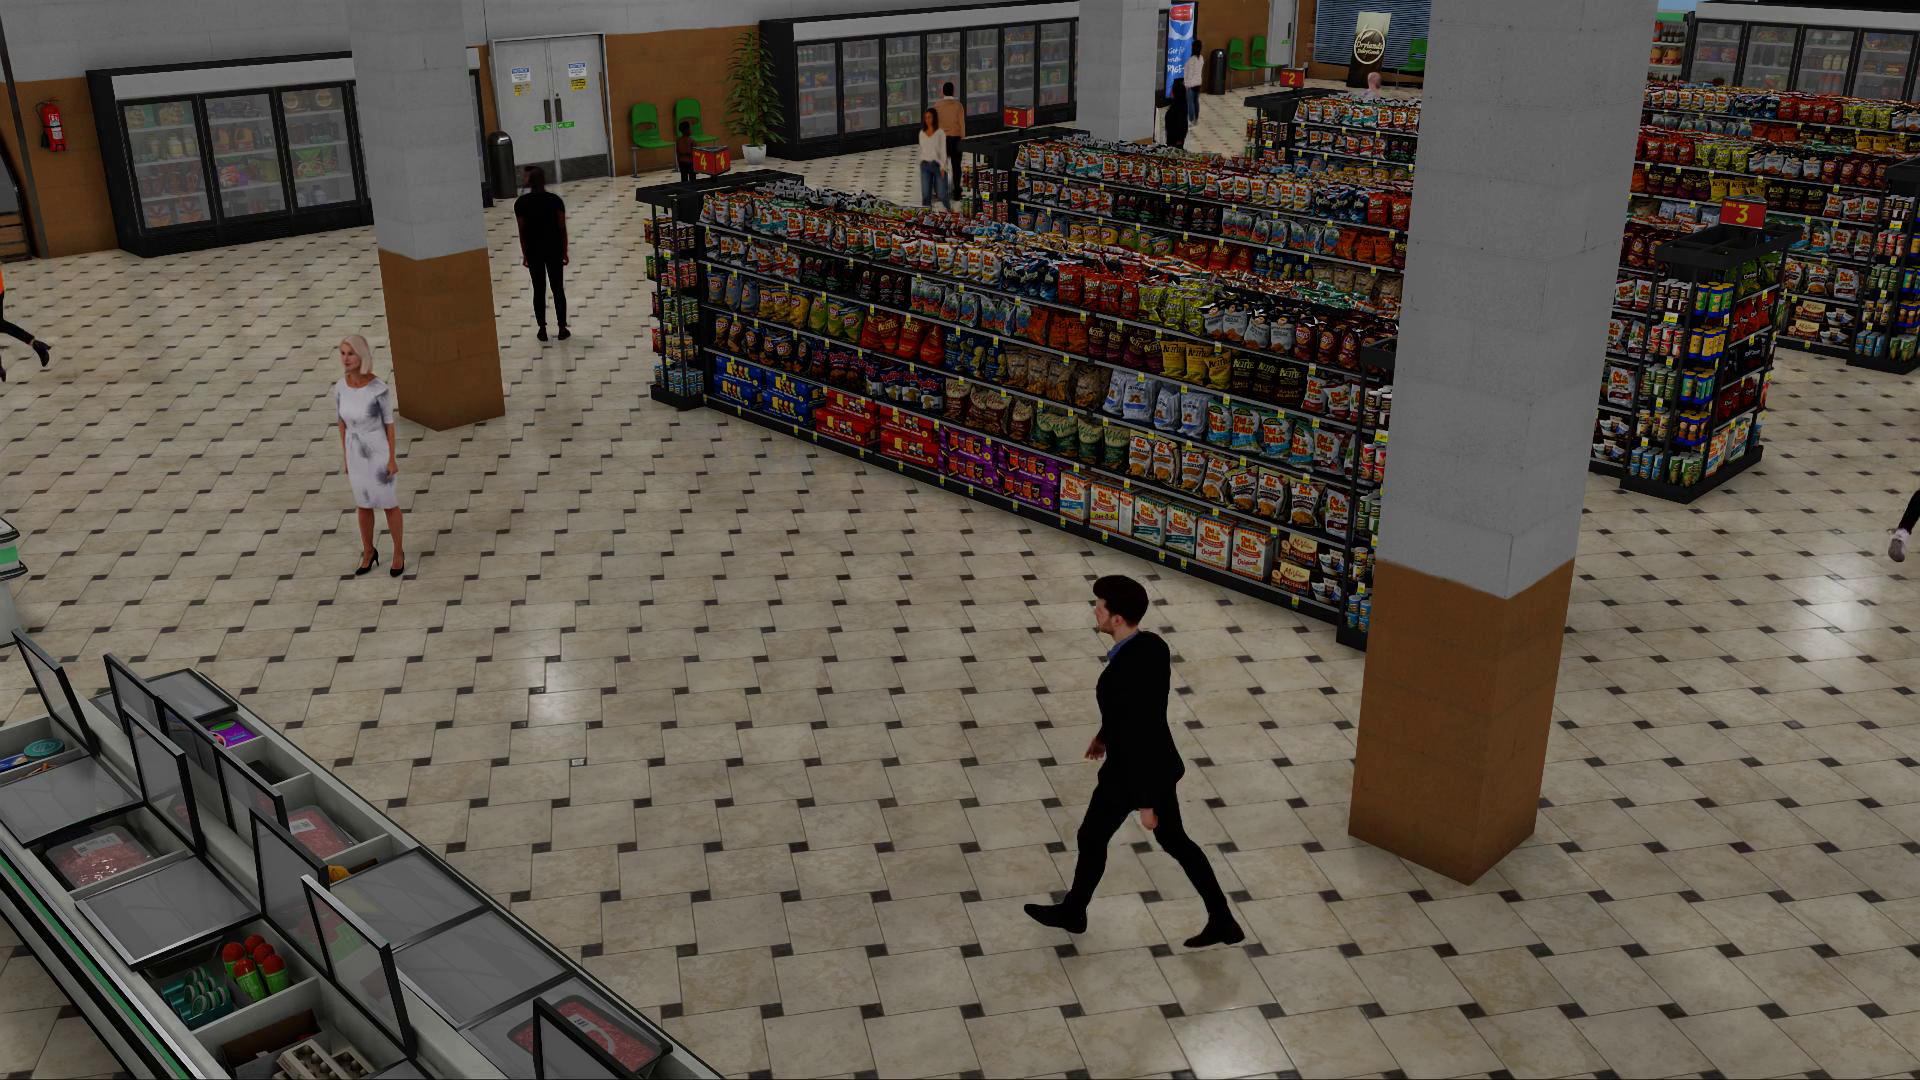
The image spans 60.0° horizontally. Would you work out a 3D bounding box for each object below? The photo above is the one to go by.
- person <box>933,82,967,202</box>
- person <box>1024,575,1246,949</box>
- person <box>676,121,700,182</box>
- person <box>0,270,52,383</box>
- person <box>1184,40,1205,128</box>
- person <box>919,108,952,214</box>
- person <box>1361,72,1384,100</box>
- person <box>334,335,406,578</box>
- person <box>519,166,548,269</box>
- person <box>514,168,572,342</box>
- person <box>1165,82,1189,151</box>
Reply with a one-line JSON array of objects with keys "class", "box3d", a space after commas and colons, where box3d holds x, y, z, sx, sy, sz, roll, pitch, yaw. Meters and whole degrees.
[{"class": "person", "box3d": [-0.161, -6.041, 25.201, 0.709, 1.754, 0.814, 5, 23, 13]}, {"class": "person", "box3d": [0.893, 1.057, 7.420, 1.340, 1.840, 0.928, 11, 25, 26]}, {"class": "person", "box3d": [-4.061, -5.598, 24.769, 0.513, 1.254, 0.643, 9, 24, 21]}, {"class": "person", "box3d": [-9.311, -2.369, 16.089, 0.979, 1.734, 0.970, -4, 22, -9]}, {"class": "person", "box3d": [4.589, -8.972, 32.652, 0.579, 1.637, 0.643, 16, 27, 35]}, {"class": "person", "box3d": [-0.320, -5.131, 23.066, 1.025, 1.657, 0.893, 10, 24, 23]}, {"class": "person", "box3d": [6.326, -6.288, 25.704, 0.825, 1.837, 0.721, -5, 22, -11]}, {"class": "person", "box3d": [-4.130, -0.591, 11.640, 0.620, 1.750, 0.706, 4, 22, 9]}, {"class": "person", "box3d": [-5.362, -4.067, 20.933, 0.488, 1.272, 0.594, 16, 27, 35]}, {"class": "person", "box3d": [-4.395, -3.022, 17.599, 0.752, 1.819, 0.762, -4, 22, -11]}, {"class": "person", "box3d": [3.522, -6.440, 26.409, 1.131, 1.592, 1.033, 1, 22, 4]}]
